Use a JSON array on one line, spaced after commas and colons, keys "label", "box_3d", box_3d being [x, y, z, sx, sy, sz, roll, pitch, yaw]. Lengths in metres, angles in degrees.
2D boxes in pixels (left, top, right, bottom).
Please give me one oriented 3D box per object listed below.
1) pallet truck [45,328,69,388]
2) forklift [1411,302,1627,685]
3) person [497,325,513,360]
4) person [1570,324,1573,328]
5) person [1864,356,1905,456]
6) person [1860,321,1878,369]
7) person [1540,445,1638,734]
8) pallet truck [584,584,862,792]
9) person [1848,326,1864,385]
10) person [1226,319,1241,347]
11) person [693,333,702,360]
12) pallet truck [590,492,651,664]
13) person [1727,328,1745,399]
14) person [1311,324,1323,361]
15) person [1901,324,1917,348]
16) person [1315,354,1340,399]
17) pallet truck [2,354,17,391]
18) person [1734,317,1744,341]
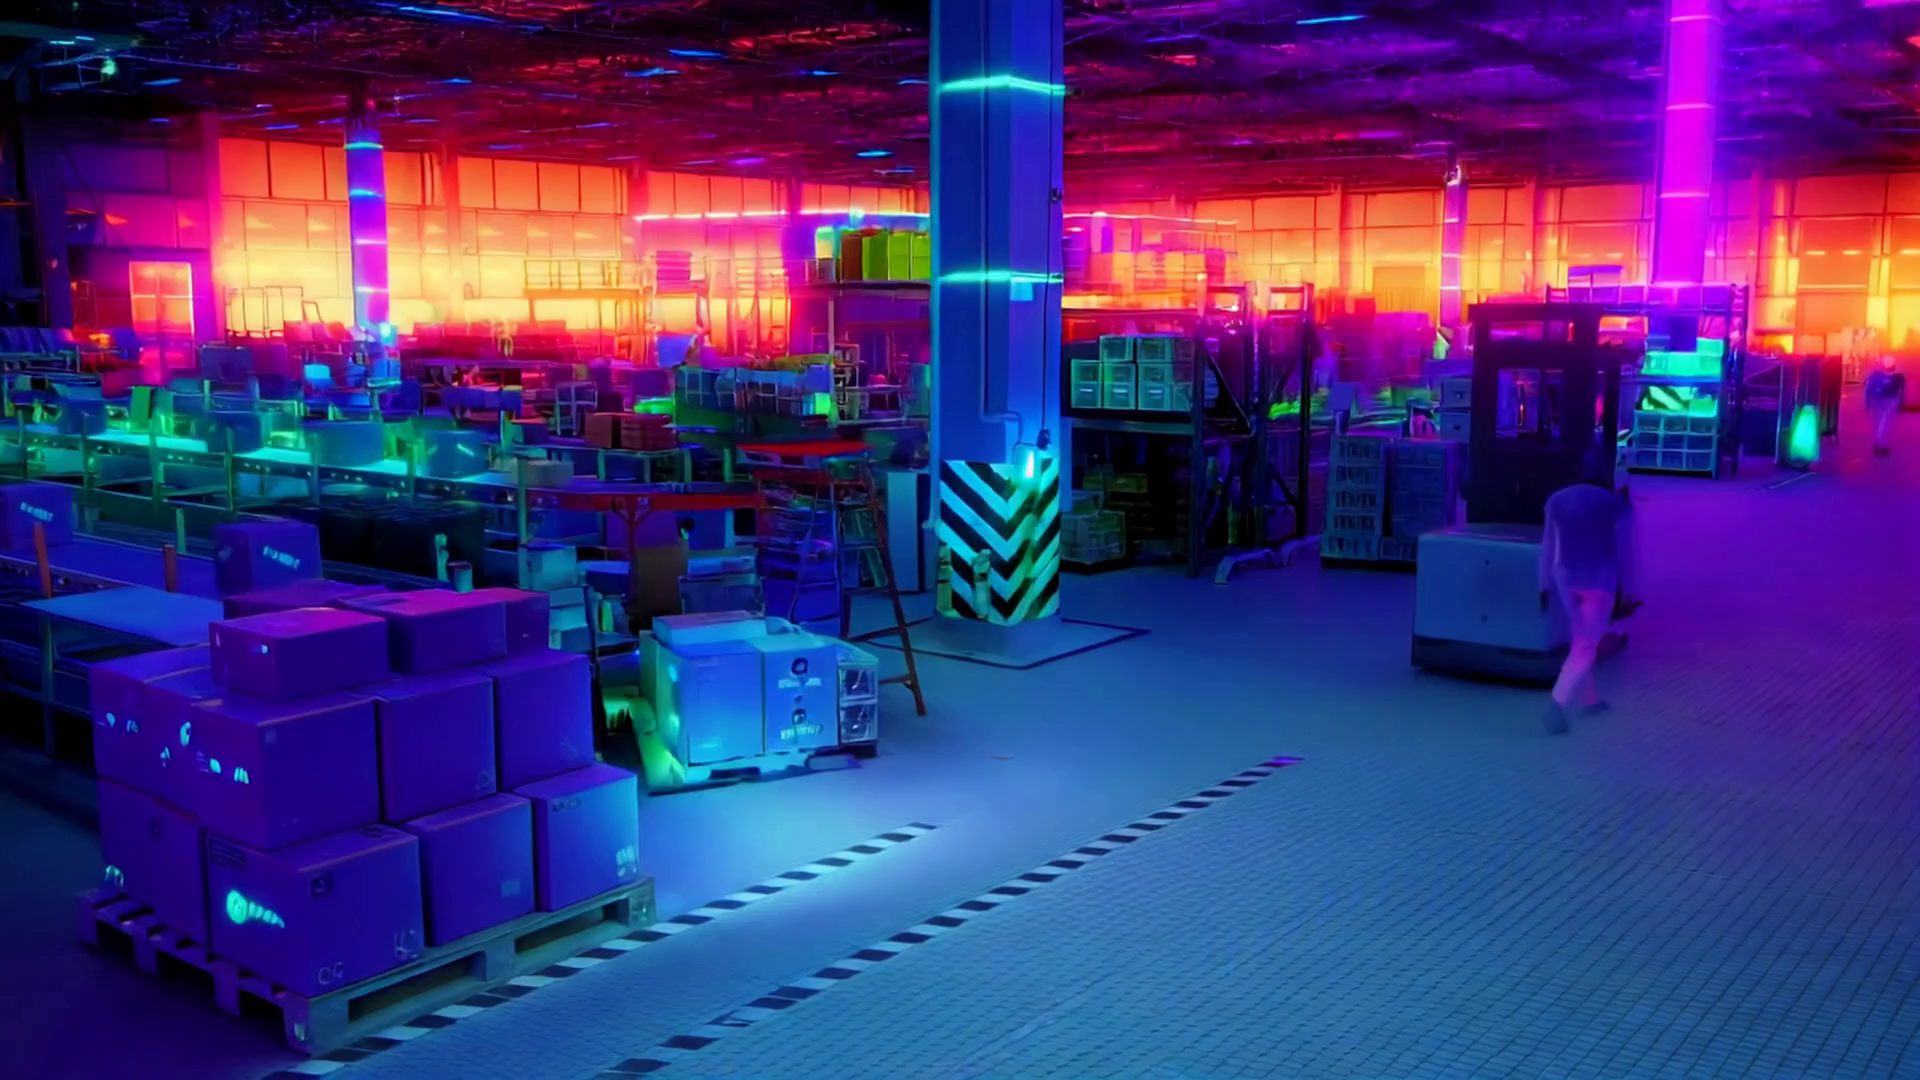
[{"label": "pallet truck", "box_3d": [-23.775, -4.544, 43.495, 1.885, 1.965, 0.823, 6, 10, 35]}, {"label": "forklift", "box_3d": [4.379, -0.438, 12.852, 1.129, 2.768, 1.873, 7, 11, 37]}, {"label": "person", "box_3d": [-12.459, -4.855, 45.440, 0.605, 2.043, 0.376, 6, 10, 35]}, {"label": "person", "box_3d": [17.698, -5.270, 48.244, 0.539, 2.000, 0.693, 8, 11, 41]}, {"label": "person", "box_3d": [16.502, -2.392, 29.712, 0.612, 1.782, 0.918, 5, 10, 29]}, {"label": "person", "box_3d": [34.975, -7.512, 64.023, 0.633, 1.841, 0.429, 4, 9, 25]}, {"label": "person", "box_3d": [4.139, 0.317, 11.062, 0.955, 1.909, 0.642, -7, 11, -39]}, {"label": "pallet truck", "box_3d": [-1.426, 0.805, 10.019, 1.601, 1.201, 0.680, -4, 9, -26]}, {"label": "person", "box_3d": [28.393, -5.843, 52.661, 0.316, 1.875, 0.531, -3, 9, -21]}, {"label": "person", "box_3d": [10.288, -7.330, 62.528, 0.586, 1.918, 0.623, 1, 8, 5]}, {"label": "person", "box_3d": [-10.254, -7.670, 64.975, 0.347, 1.879, 0.583, 2, 9, 13]}, {"label": "pallet truck", "box_3d": [-3.115, 0.344, 12.883, 0.653, 1.274, 1.630, 7, 11, 37]}, {"label": "person", "box_3d": [21.278, -4.819, 45.528, 0.552, 1.942, 0.342, -4, 9, -27]}, {"label": "person", "box_3d": [10.628, -5.491, 49.980, 0.679, 1.966, 0.517, -2, 9, -15]}, {"label": "person", "box_3d": [36.381, -7.425, 63.867, 0.859, 1.700, 0.512, -3, 9, -17]}, {"label": "person", "box_3d": [7.412, -2.922, 33.633, 0.534, 1.687, 0.430, 8, 12, 44]}, {"label": "pallet truck", "box_3d": [-24.881, -4.417, 42.634, 1.885, 1.965, 0.823, 8, 11, 41]}, {"label": "person", "box_3d": [31.829, -8.148, 67.955, 0.605, 1.948, 0.384, -8, 12, -44]}]
